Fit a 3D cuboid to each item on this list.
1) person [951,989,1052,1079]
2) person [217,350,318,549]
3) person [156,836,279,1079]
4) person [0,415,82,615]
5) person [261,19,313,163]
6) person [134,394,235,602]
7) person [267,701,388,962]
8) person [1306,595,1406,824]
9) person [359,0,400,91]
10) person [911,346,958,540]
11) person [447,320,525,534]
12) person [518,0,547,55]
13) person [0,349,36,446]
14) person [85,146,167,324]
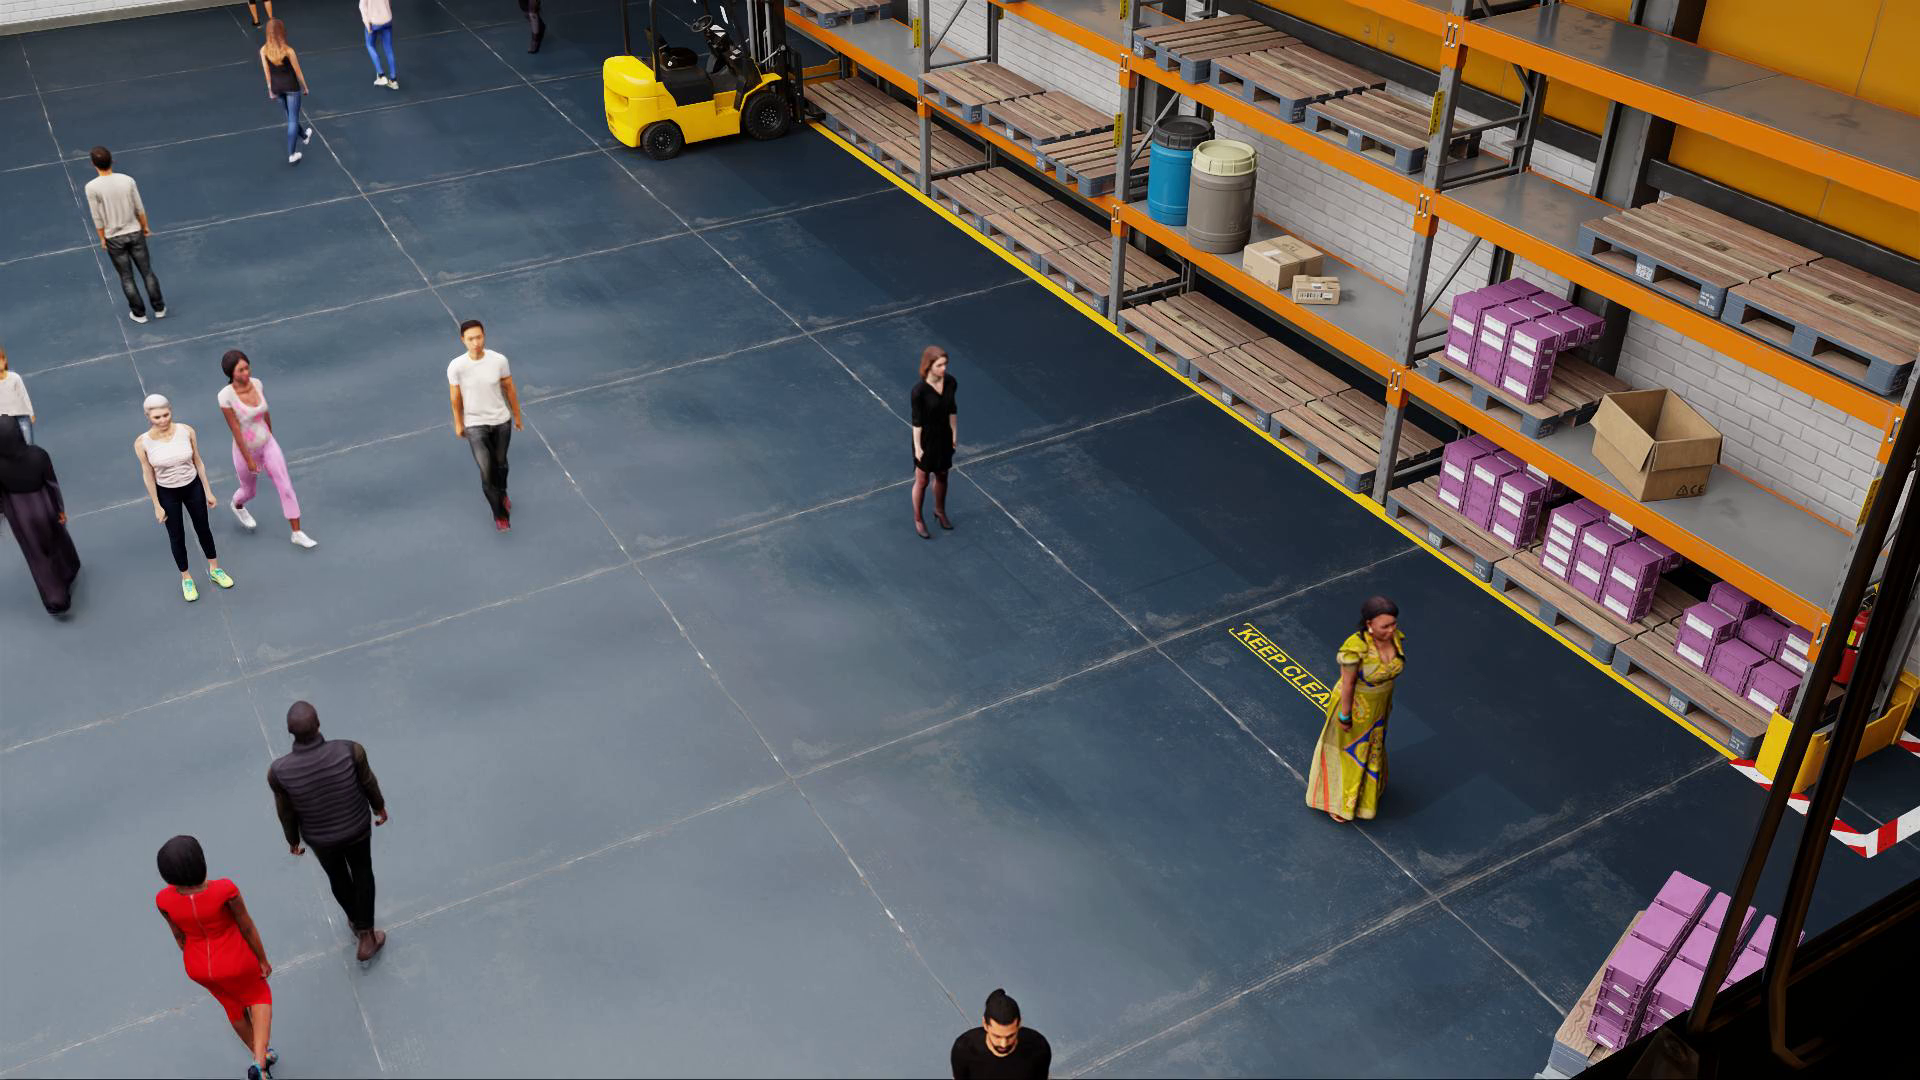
[{"bbox_3d":[0.193,2.774,7.927,0.697,1.755,0.690,-2,34,-3],"label":"person"},{"bbox_3d":[-5.668,-0.717,13.221,1.164,1.709,0.871,21,39,28],"label":"person"},{"bbox_3d":[-3.857,2.290,8.681,0.721,1.726,0.848,-5,34,-7],"label":"person"},{"bbox_3d":[-6.987,-0.182,12.510,0.619,1.605,1.076,-19,38,-26],"label":"person"},{"bbox_3d":[-8.290,-5.465,20.403,0.989,1.666,1.139,3,34,5],"label":"person"},{"bbox_3d":[-5.948,-0.356,12.680,0.633,1.707,0.583,-25,41,-32],"label":"person"},{"bbox_3d":[-3.577,1.671,9.517,0.738,1.832,0.747,-13,36,-19],"label":"person"},{"bbox_3d":[2.569,1.048,10.610,0.894,1.661,0.822,-24,40,-31],"label":"person"},{"bbox_3d":[-7.861,-7.004,22.642,0.719,1.750,0.713,-28,43,-36],"label":"person"},{"bbox_3d":[-0.222,-0.791,13.339,0.606,1.701,0.527,-24,40,-31],"label":"person"},{"bbox_3d":[-3.881,-1.010,13.592,0.651,1.786,0.922,-18,38,-25],"label":"person"},{"bbox_3d":[-6.244,-8.065,24.187,1.166,1.808,1.261,7,34,10],"label":"person"},{"bbox_3d":[-8.032,-1.059,14.122,0.590,1.282,0.957,-11,35,-16],"label":"person"},{"bbox_3d":[-8.350,-3.048,16.641,0.673,1.806,0.593,-26,42,-34],"label":"person"}]
